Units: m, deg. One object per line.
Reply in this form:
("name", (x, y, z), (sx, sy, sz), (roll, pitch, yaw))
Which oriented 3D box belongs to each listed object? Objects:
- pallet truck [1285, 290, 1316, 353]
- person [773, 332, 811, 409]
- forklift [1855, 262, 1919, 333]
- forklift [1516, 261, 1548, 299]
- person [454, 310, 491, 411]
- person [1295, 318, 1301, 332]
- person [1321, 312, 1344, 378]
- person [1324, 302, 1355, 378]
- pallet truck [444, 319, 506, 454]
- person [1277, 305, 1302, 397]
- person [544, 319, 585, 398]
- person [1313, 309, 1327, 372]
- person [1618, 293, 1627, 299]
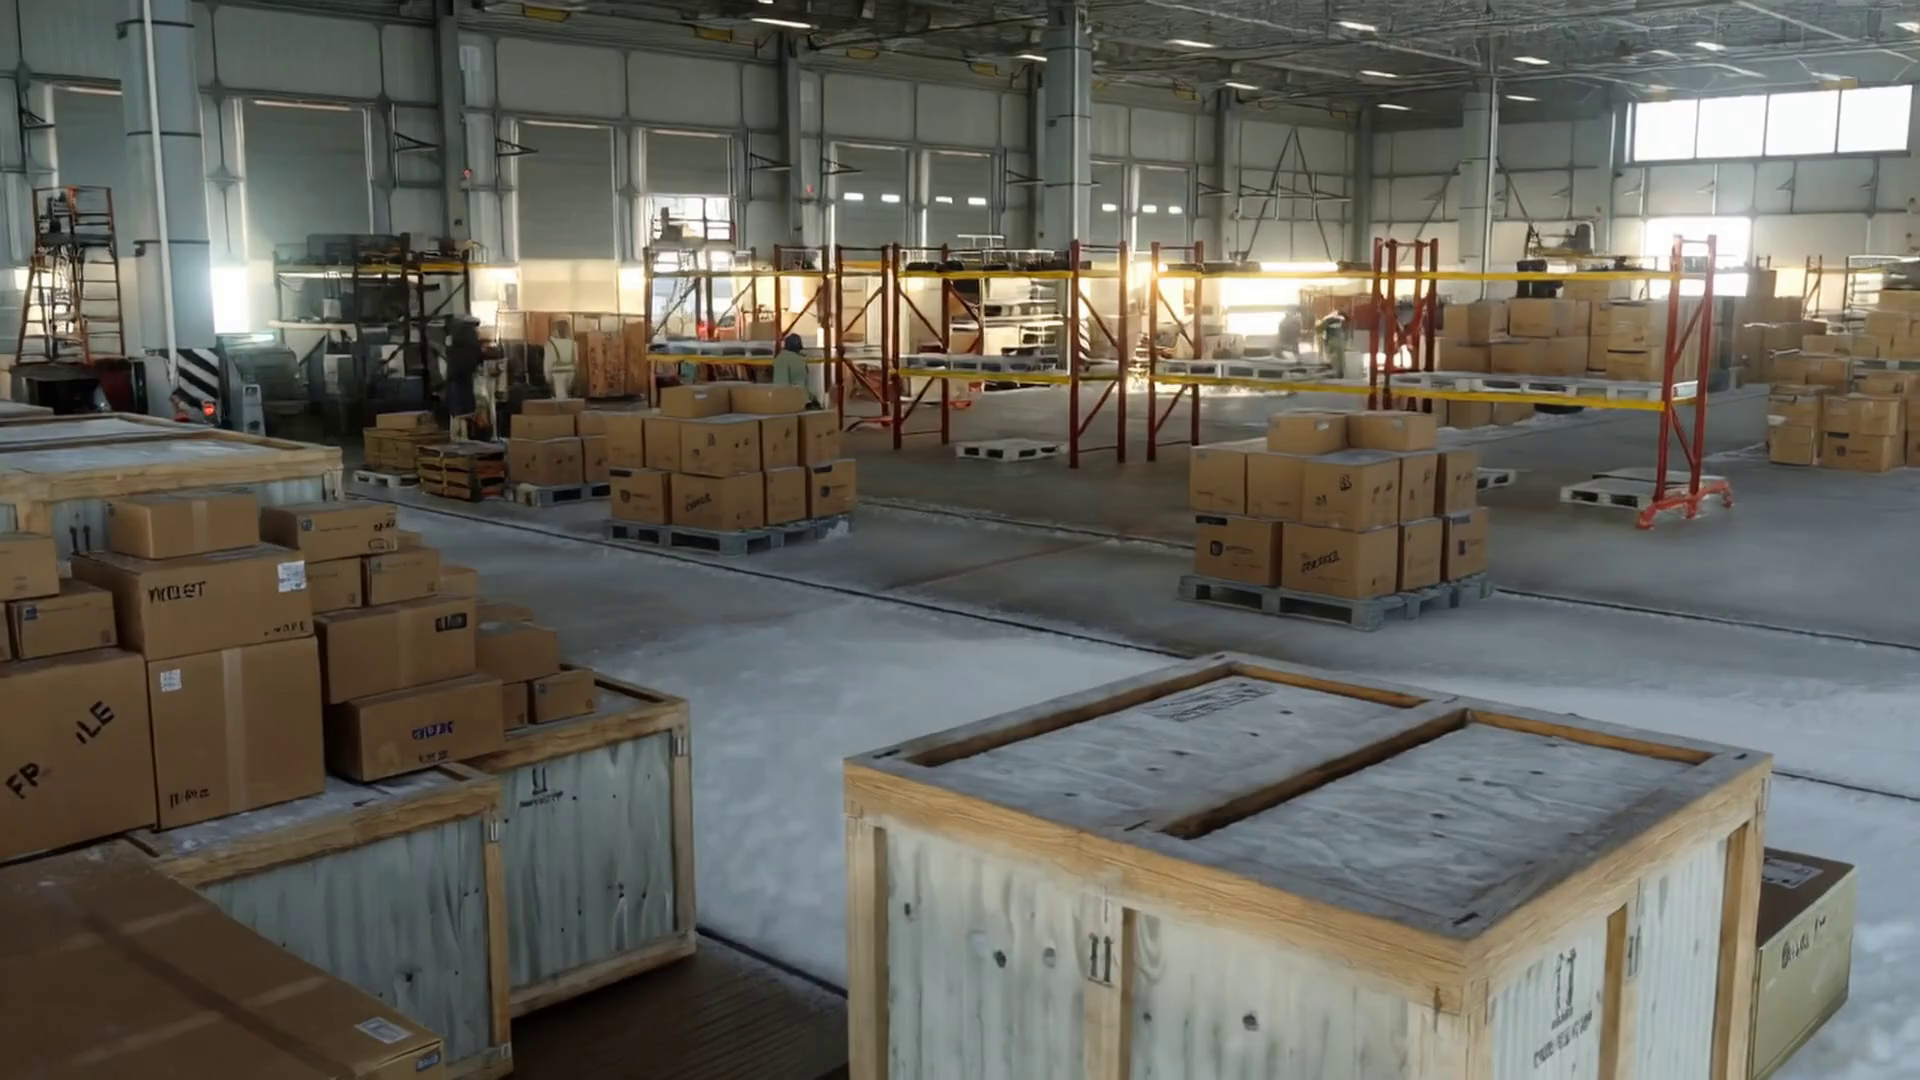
("pallet truck", (11.297, -6.951, 52.861), (1.885, 1.965, 0.823), (-5, 11, -29))
("person", (-2.143, -1.755, 21.472), (0.429, 1.846, 0.628), (-8, 12, -39))
("forklift", (23.390, -5.543, 41.532), (1.129, 2.768, 1.873), (-1, 9, -5))
("forklift", (12.925, -4.937, 37.812), (1.873, 2.768, 1.129), (9, 13, 43))
("person", (-8.238, -2.870, 27.912), (0.512, 1.971, 0.610), (1, 9, 5))
("person", (7.556, -4.438, 38.045), (0.515, 1.801, 0.927), (-1, 9, -4))
("person", (8.212, -4.160, 36.628), (0.492, 1.716, 0.805), (5, 10, 26))
("person", (8.520, -4.387, 37.391), (0.658, 1.917, 0.562), (1, 9, 6))
("pallet truck", (-6.981, -1.942, 22.150), (1.885, 1.965, 0.823), (1, 9, 9))
("person", (6.821, -3.900, 34.406), (0.453, 1.920, 0.641), (-6, 11, -34))
("person", (-6.271, -2.588, 26.567), (0.880, 1.847, 0.583), (7, 12, 38))
("person", (9.350, -5.180, 43.130), (0.311, 1.633, 0.519), (-5, 10, -26))
("person", (20.364, -6.608, 51.007), (0.552, 1.922, 0.659), (-6, 11, -32))
